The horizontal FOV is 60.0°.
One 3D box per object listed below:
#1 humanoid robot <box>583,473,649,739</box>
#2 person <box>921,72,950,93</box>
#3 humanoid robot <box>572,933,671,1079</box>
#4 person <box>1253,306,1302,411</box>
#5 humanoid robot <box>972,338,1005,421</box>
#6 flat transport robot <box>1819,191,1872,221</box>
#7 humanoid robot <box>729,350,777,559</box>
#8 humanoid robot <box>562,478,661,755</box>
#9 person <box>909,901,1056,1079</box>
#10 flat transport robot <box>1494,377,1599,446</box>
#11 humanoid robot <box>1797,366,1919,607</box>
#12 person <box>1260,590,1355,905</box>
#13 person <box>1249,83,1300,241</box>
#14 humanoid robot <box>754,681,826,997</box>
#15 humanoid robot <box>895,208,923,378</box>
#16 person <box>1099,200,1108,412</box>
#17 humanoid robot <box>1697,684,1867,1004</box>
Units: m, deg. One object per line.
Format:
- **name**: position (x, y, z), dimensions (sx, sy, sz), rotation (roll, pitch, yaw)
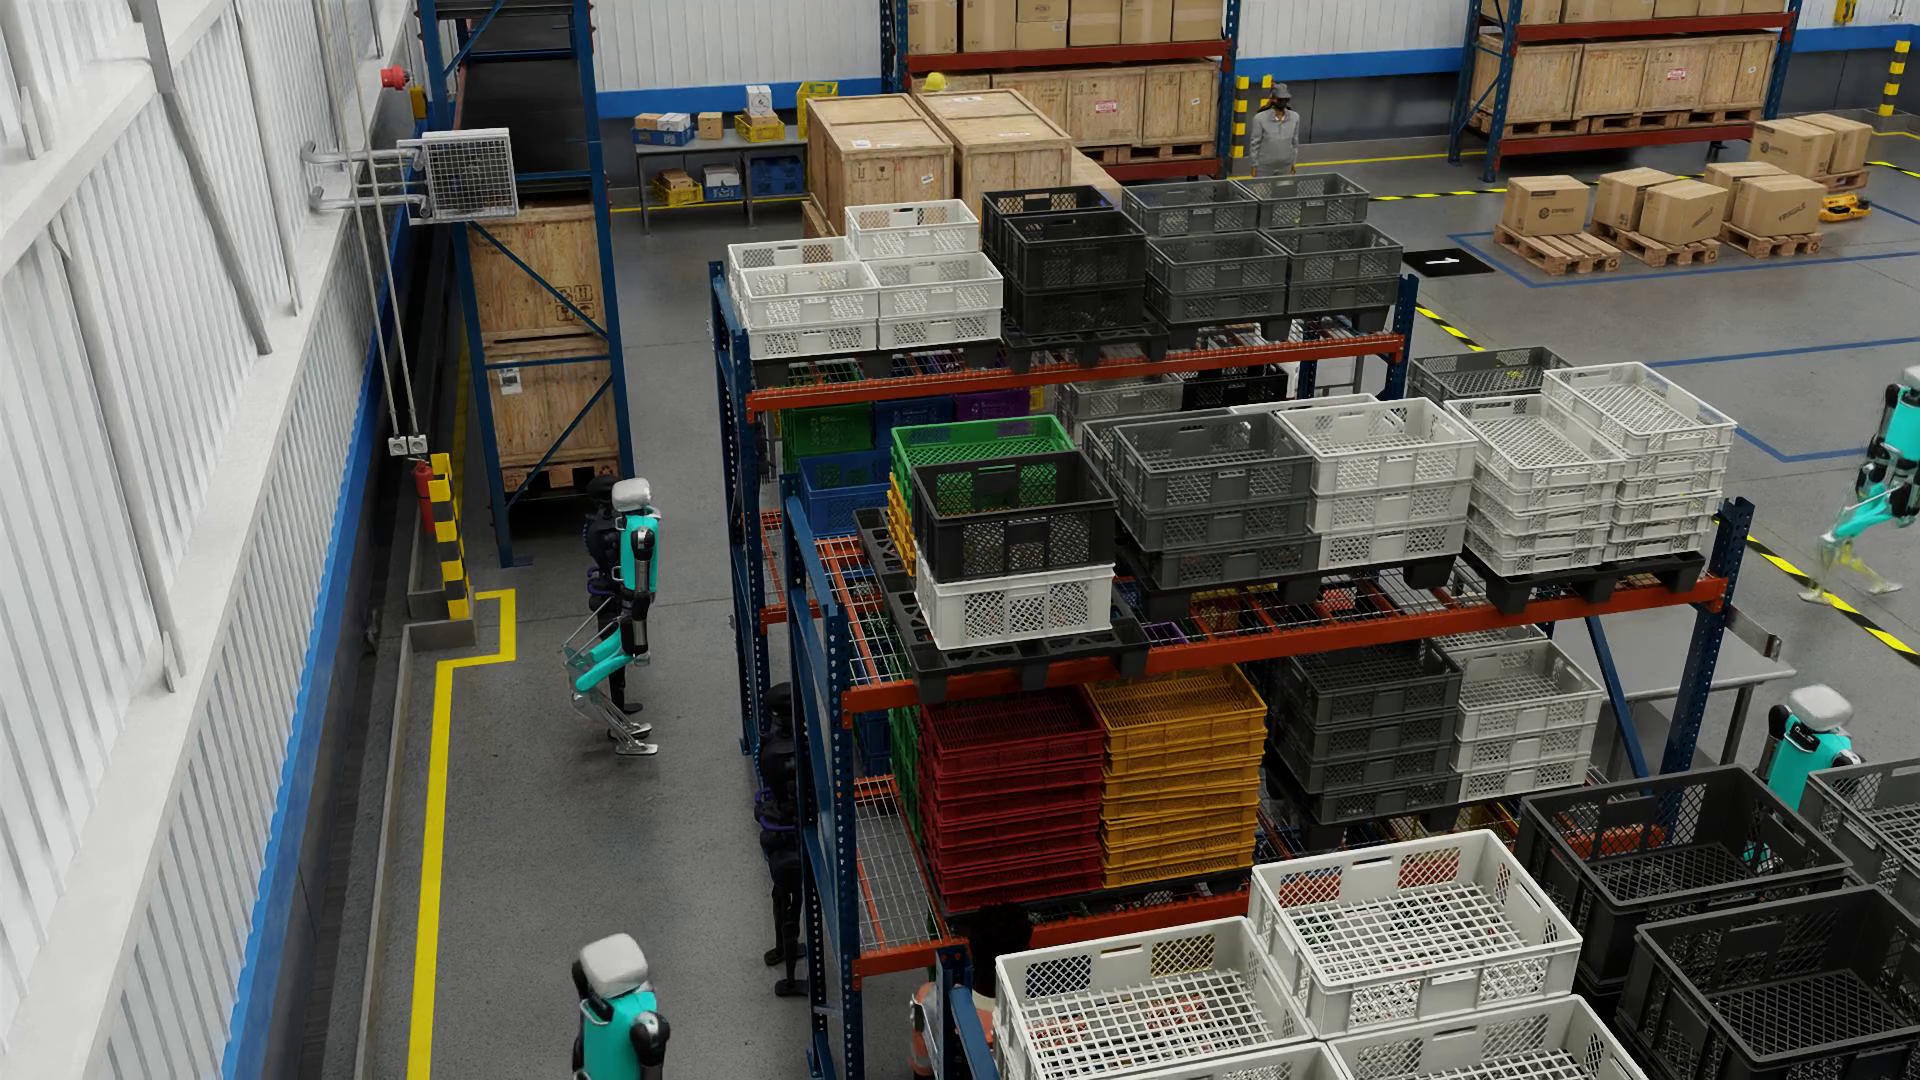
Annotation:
- **humanoid robot**: position (-2.031, 0.369, 9.817), dimensions (0.315, 1.659, 0.599), rotation (-6, 28, -12)
- **person**: position (-0.283, -4.328, 18.612), dimensions (0.827, 1.796, 0.599), rotation (3, 28, 5)
- **humanoid robot**: position (-1.424, 2.311, 6.095), dimensions (0.790, 1.784, 0.537), rotation (-22, 35, -35)
- **person**: position (2.401, -1.214, 12.617), dimensions (0.351, 1.884, 0.581), rotation (-6, 28, -12)
- **humanoid robot**: position (-0.008, -0.640, 11.541), dimensions (0.735, 1.677, 0.533), rotation (-6, 28, -12)
- **flat transport robot**: position (10.052, -4.122, 19.838), dimensions (0.652, 0.197, 1.431), rotation (-12, 30, -22)
- **humanoid robot**: position (-1.480, -0.688, 11.826), dimensions (0.315, 1.657, 0.599), rotation (-6, 28, -12)
- **humanoid robot**: position (-2.014, 0.465, 9.451), dimensions (0.748, 1.670, 0.531), rotation (-6, 28, -12)
- **person**: position (0.120, 2.155, 6.139), dimensions (0.608, 1.964, 0.366), rotation (11, 30, 20)
- **flat transport robot**: position (4.780, -1.036, 14.013), dimensions (0.659, 0.231, 1.431), rotation (-6, 28, -12)
- **humanoid robot**: position (6.010, -0.298, 11.079), dimensions (1.043, 1.749, 0.542), rotation (-6, 28, -11)
- **person**: position (1.681, 1.137, 7.989), dimensions (0.371, 2.043, 0.612), rotation (-6, 28, -12)
- **person**: position (3.423, -4.118, 18.248), dimensions (0.571, 1.769, 0.395), rotation (-6, 28, -12)
- **humanoid robot**: position (-0.804, 1.391, 7.878), dimensions (0.315, 1.659, 0.599), rotation (-6, 28, -12)
- **humanoid robot**: position (-0.435, -2.130, 14.559), dimensions (0.315, 1.659, 0.599), rotation (-6, 28, -12)
- **person**: position (1.114, -1.985, 14.012), dimensions (0.402, 1.945, 0.614), rotation (-1, 28, -2)
- **humanoid robot**: position (3.555, 1.446, 7.583), dimensions (0.735, 1.677, 0.533), rotation (-6, 28, -12)
